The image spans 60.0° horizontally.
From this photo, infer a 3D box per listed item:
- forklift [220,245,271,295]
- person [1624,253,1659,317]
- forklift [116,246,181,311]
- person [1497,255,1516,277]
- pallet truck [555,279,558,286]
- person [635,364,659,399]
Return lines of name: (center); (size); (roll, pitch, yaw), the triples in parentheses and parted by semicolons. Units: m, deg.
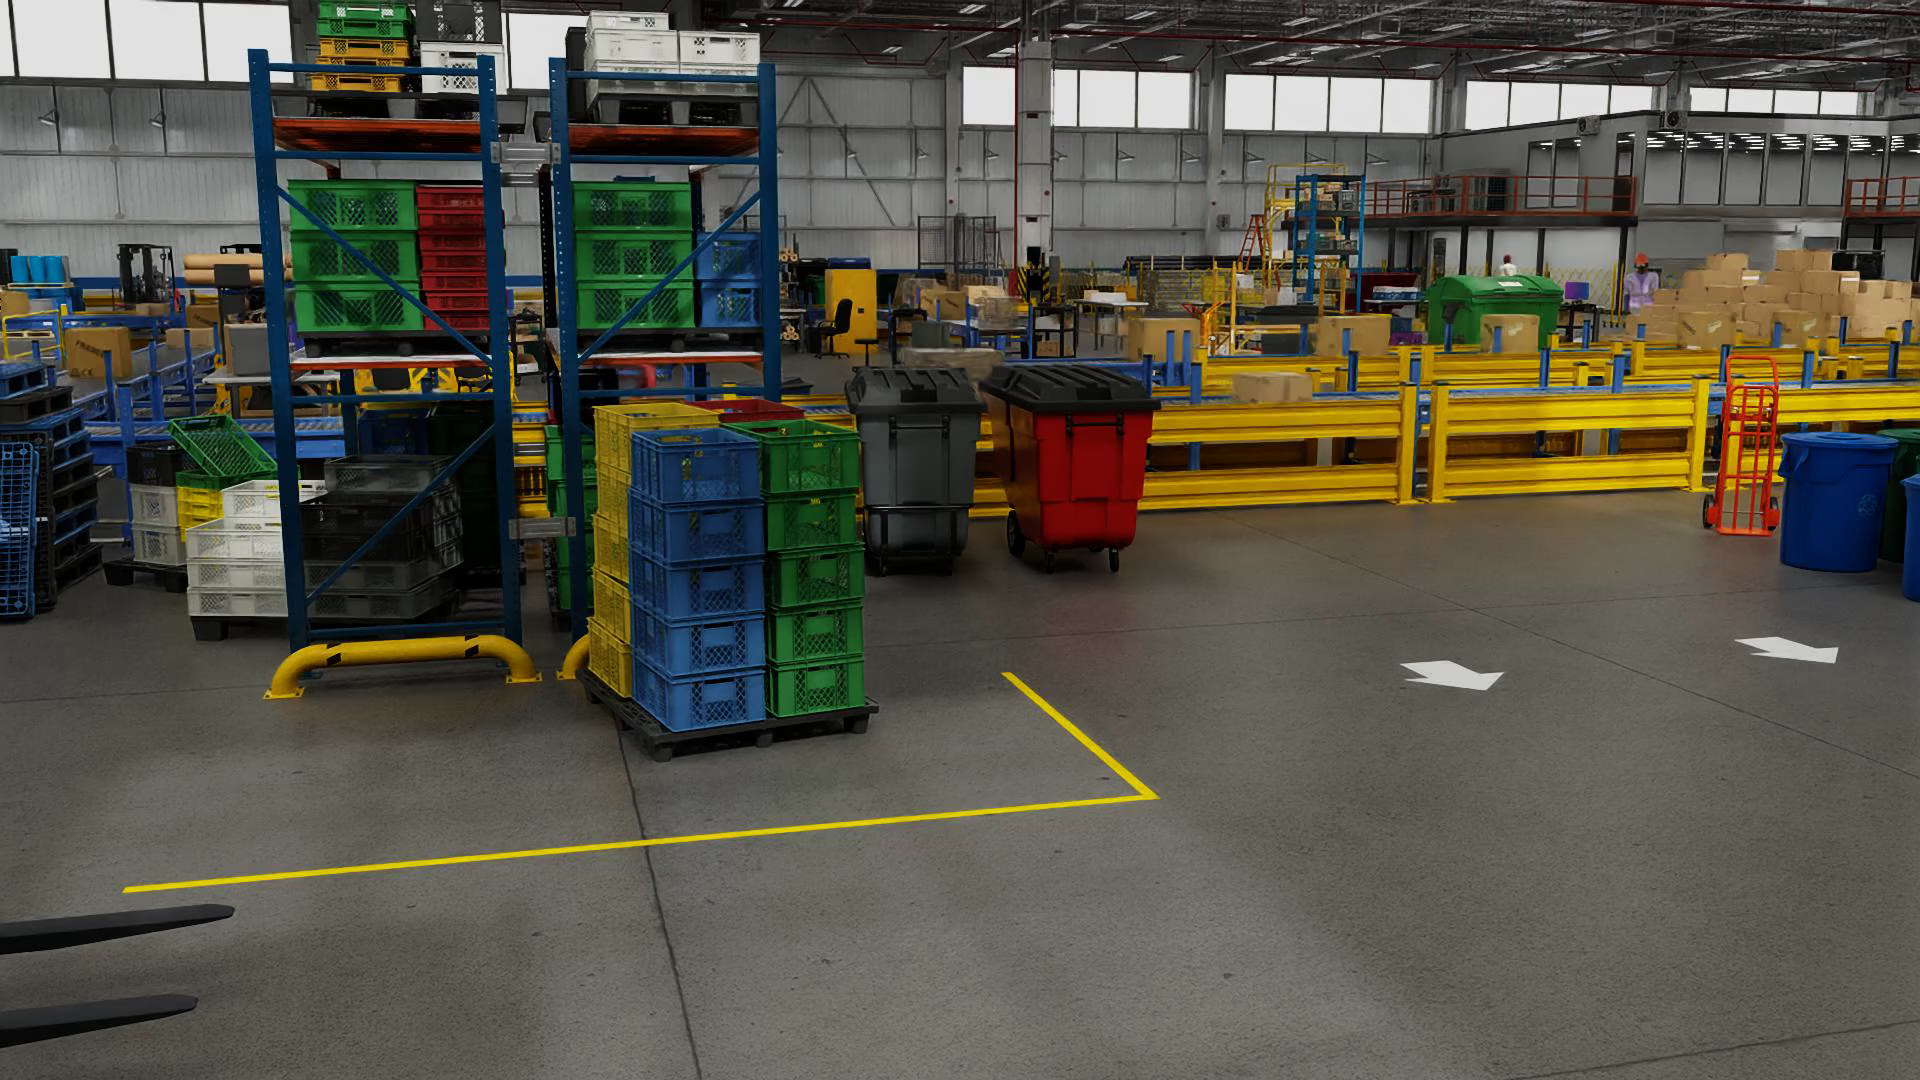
forklift: (-17.749, -6.334, 41.440); (1.157, 1.987, 2.680); (-3, 10, -17)
person: (12.925, -4.441, 31.589); (0.618, 2.013, 0.943); (4, 11, 20)
forklift: (-19.966, -6.232, 40.894); (1.157, 1.987, 2.680); (-3, 10, -15)
person: (16.817, -7.858, 51.304); (0.615, 1.867, 0.525); (-3, 10, -14)
pallet truck: (-10.604, -6.375, 44.520); (0.653, 1.274, 1.630); (-3, 10, -15)
person: (-3.940, -2.418, 20.900); (0.873, 1.732, 0.530); (10, 14, 44)
